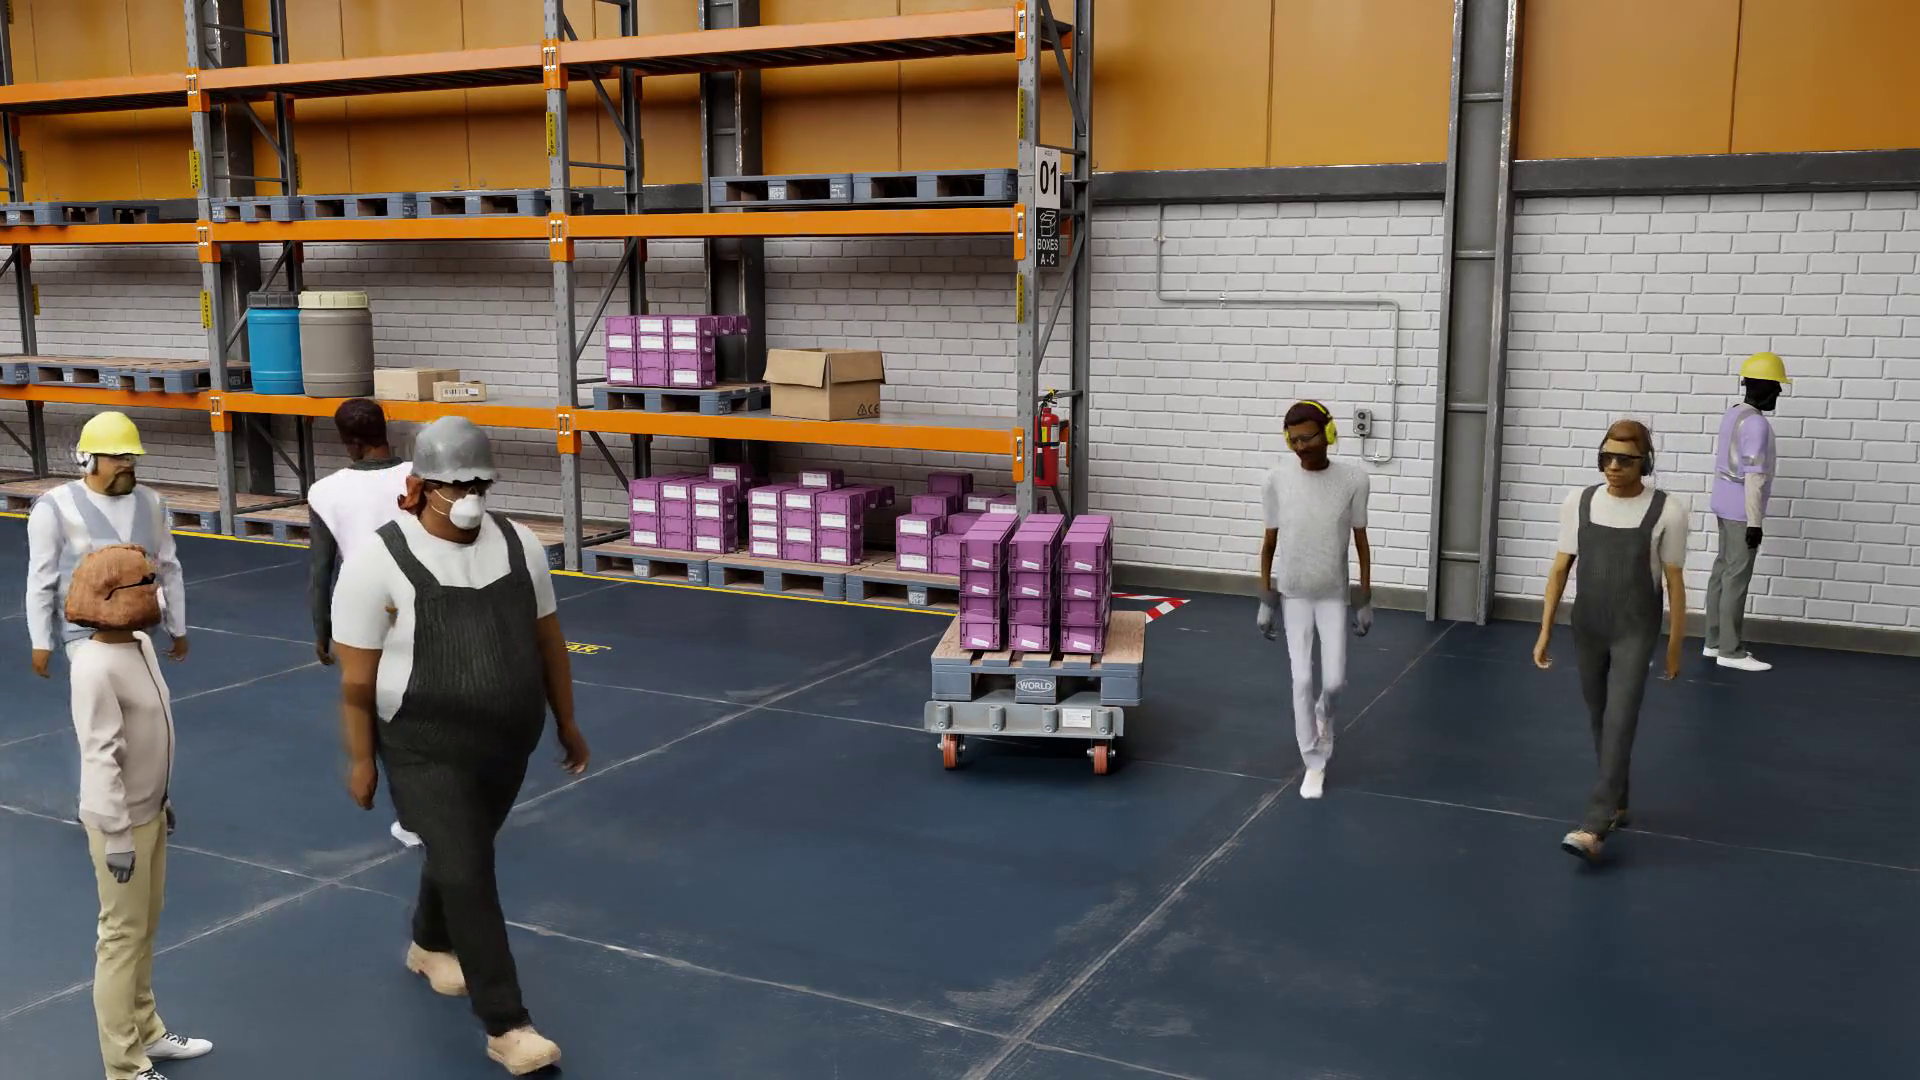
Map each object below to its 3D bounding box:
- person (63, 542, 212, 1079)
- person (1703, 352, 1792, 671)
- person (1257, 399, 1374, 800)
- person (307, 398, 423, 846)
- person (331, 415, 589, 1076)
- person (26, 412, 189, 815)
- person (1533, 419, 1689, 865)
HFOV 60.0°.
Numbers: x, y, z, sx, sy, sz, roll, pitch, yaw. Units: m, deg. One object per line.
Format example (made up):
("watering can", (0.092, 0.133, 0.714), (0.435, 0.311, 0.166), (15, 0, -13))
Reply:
("person", (-2.411, 0.815, 4.862), (0.277, 1.636, 0.507), (-2, 9, -13))
("person", (4.774, -0.179, 10.113), (0.384, 1.924, 0.589), (2, 9, 10))
("person", (1.655, 0.253, 7.731), (0.524, 1.840, 0.536), (2, 9, 13))
("person", (-2.401, 0.345, 7.021), (0.611, 1.875, 0.534), (-5, 10, -29))
("person", (-1.565, 0.552, 5.246), (1.037, 2.000, 0.692), (8, 12, 39))
("person", (-3.586, 0.368, 7.034), (0.455, 1.821, 0.637), (6, 11, 31))
("person", (2.656, 0.411, 6.862), (0.521, 1.798, 0.951), (9, 13, 43))
